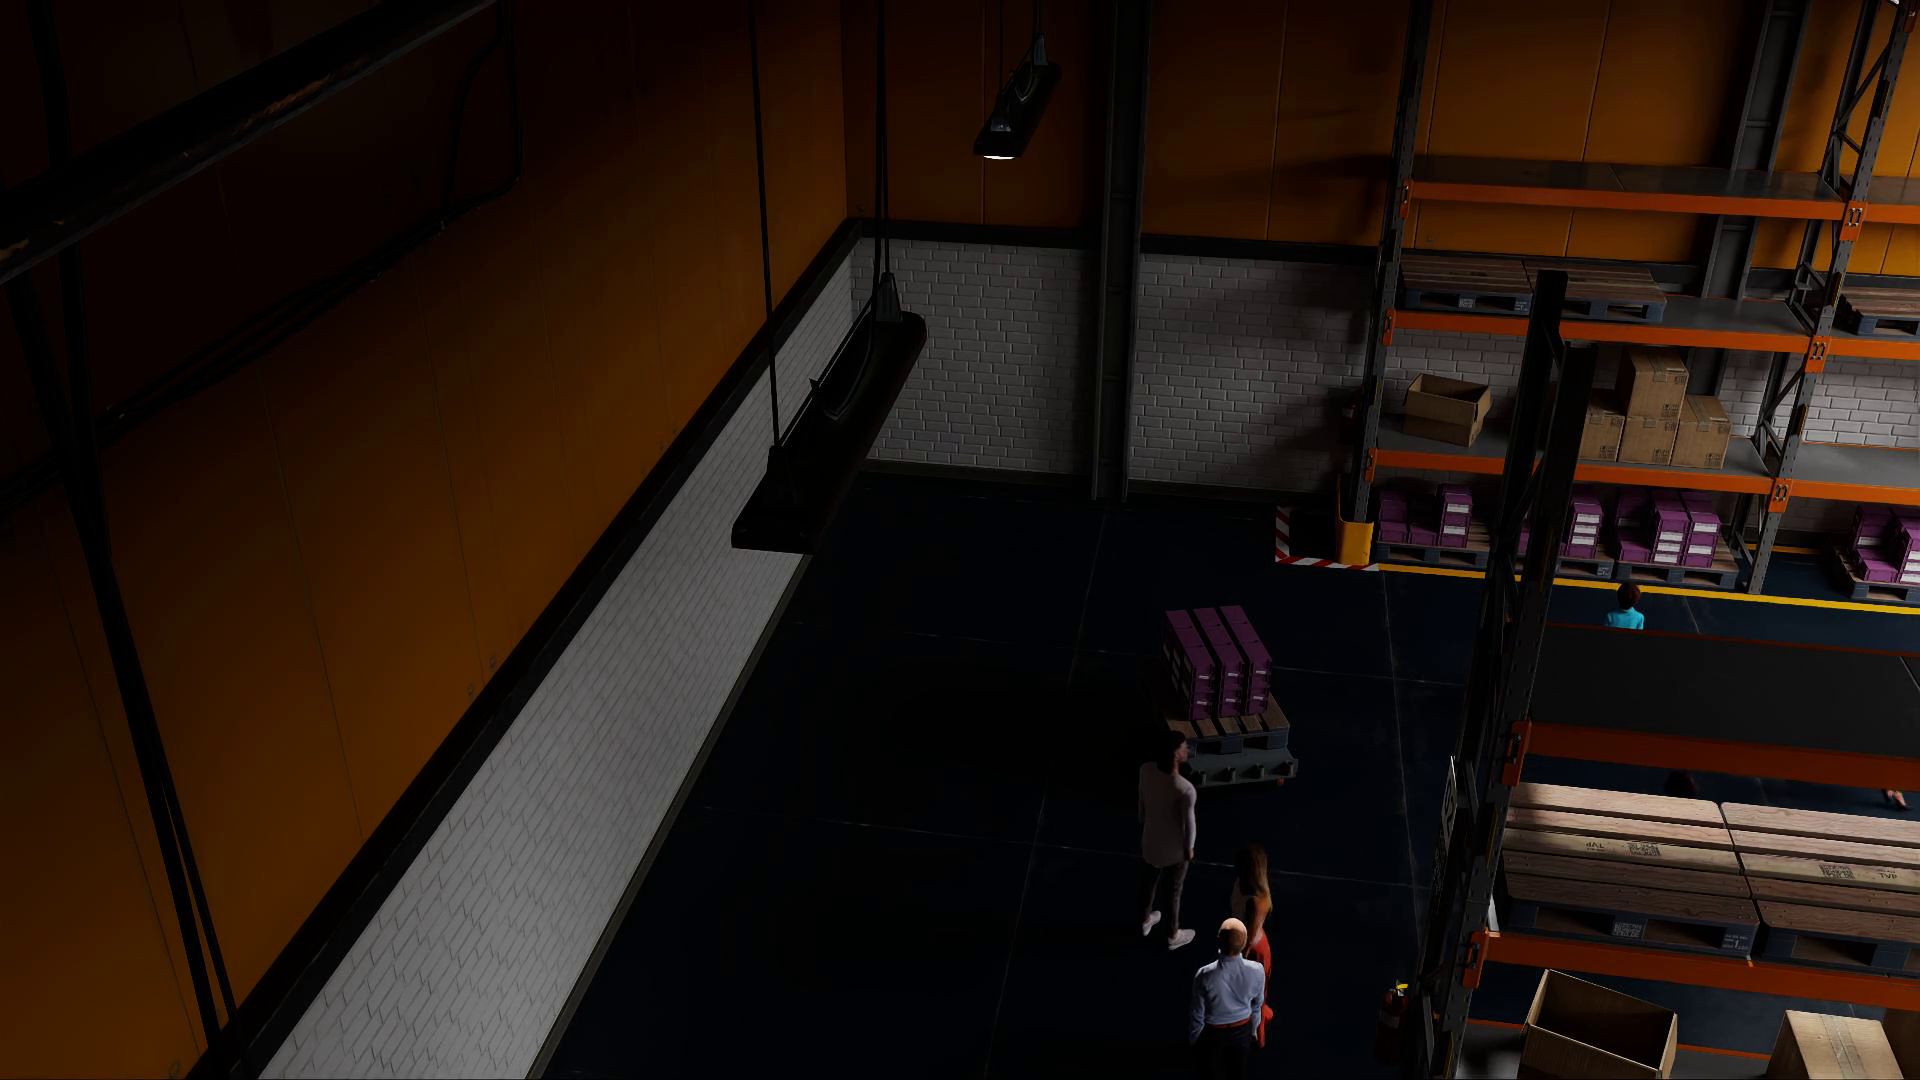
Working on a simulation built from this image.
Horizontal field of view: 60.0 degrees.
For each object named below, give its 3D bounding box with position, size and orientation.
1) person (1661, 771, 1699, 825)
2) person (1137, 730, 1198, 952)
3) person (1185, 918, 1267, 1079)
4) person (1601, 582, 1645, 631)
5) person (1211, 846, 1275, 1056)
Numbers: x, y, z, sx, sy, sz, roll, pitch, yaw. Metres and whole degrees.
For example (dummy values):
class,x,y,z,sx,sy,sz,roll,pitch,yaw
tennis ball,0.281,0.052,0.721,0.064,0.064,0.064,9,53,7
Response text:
class,x,y,z,sx,sy,sz,roll,pitch,yaw
person,5.159,2.380,11.968,1.119,1.603,0.726,10,30,18
person,1.499,2.169,12.110,0.810,1.838,0.713,-25,37,-38
person,1.654,3.101,10.451,0.639,1.792,0.777,-5,29,-9
person,5.776,1.011,14.640,0.447,1.449,0.596,2,29,4
person,2.002,2.762,11.071,0.790,1.792,0.708,-1,29,-2
